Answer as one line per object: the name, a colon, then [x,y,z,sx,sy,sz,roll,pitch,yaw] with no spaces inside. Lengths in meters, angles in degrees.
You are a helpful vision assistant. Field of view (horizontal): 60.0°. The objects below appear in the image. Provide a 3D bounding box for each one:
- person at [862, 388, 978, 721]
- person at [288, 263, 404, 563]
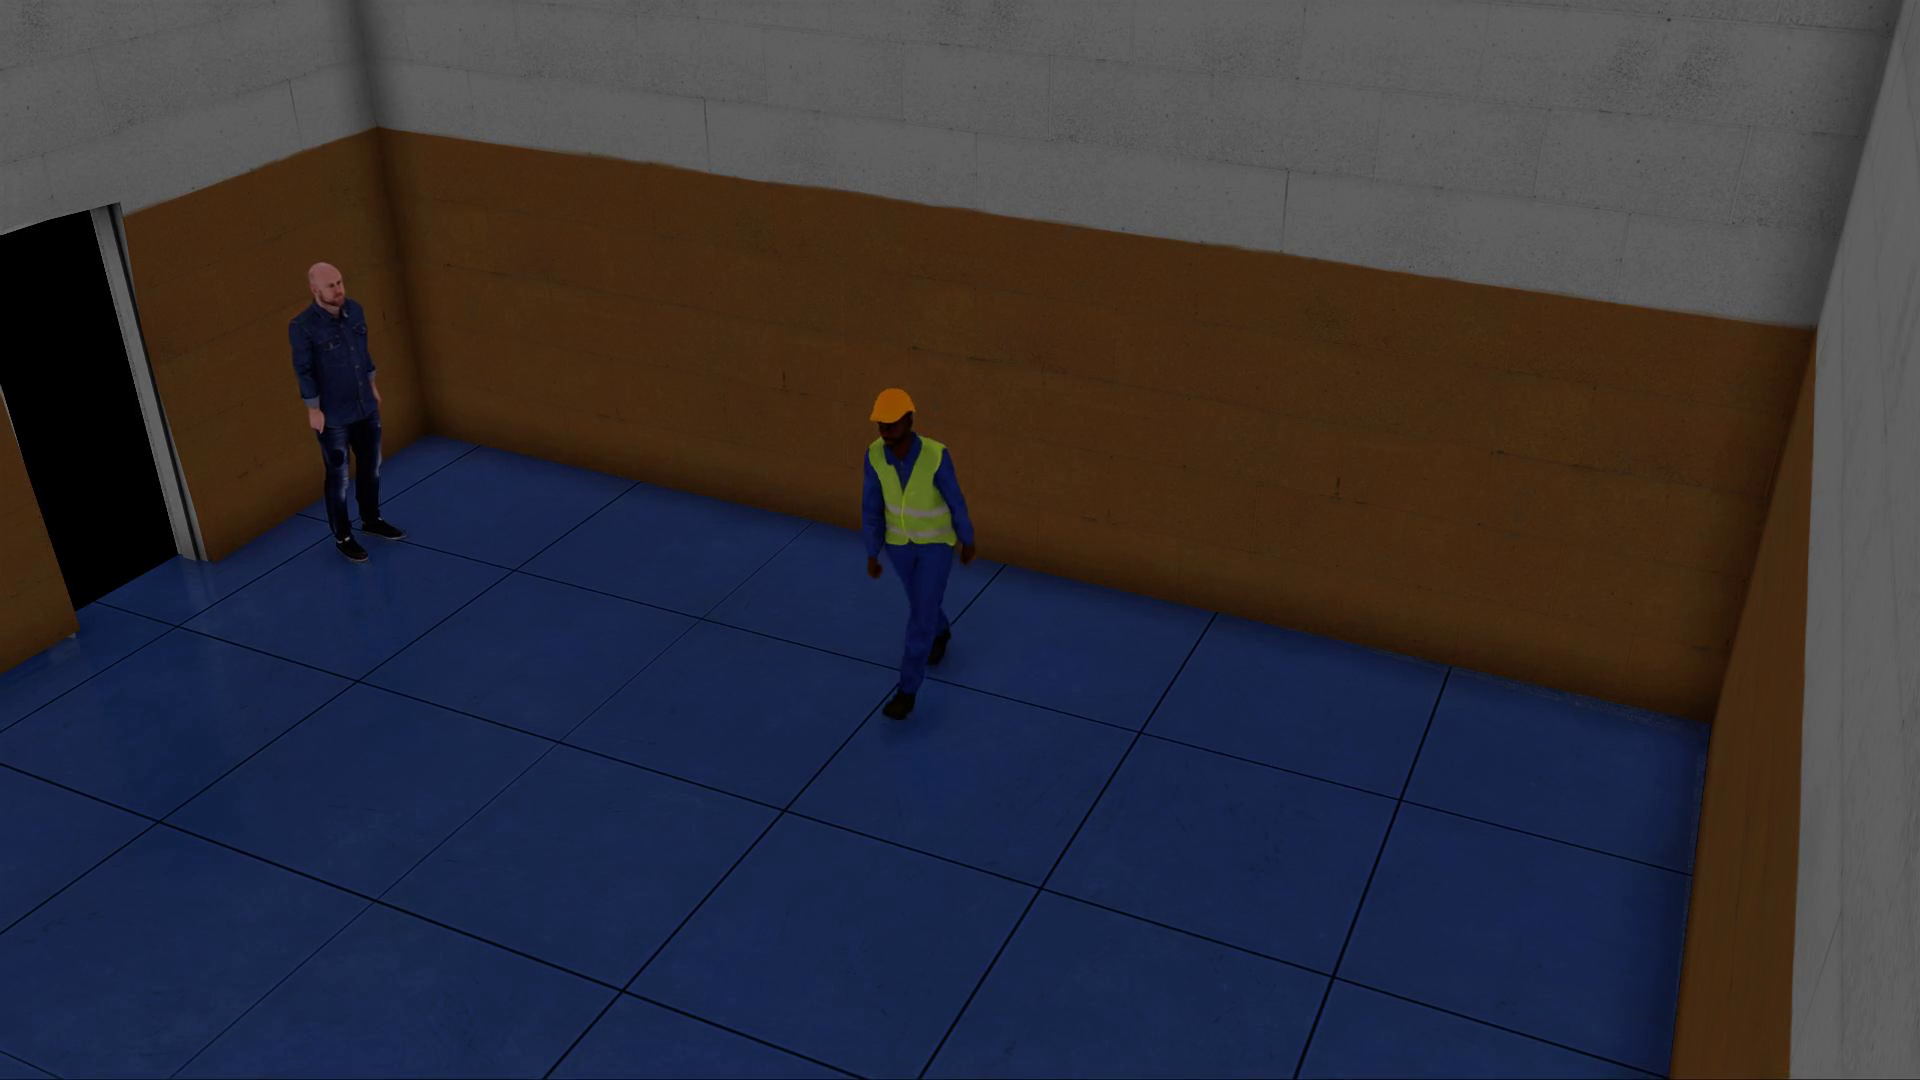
person: [-0.171,-0.013,8.580,1.133,1.749,0.769,10,30,18]
person: [-3.661,-0.778,9.903,0.574,1.822,0.715,14,31,23]
